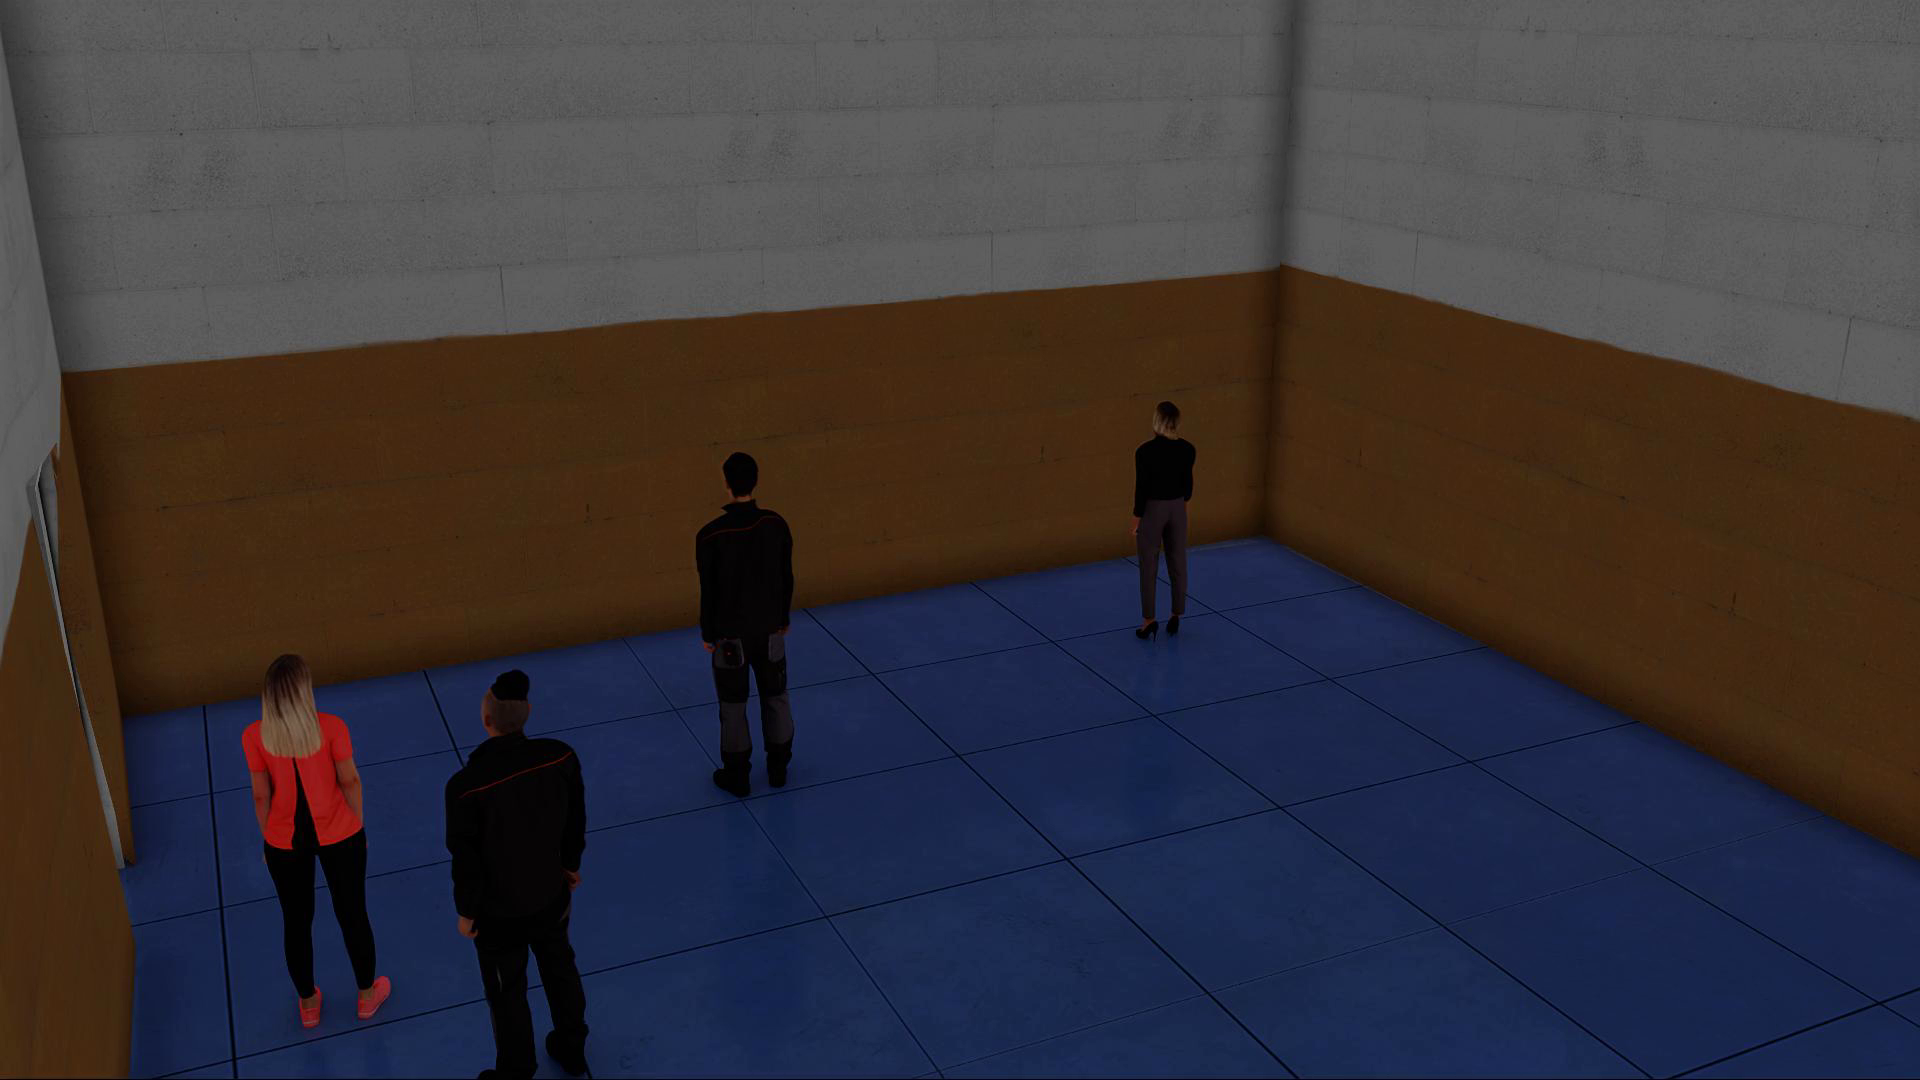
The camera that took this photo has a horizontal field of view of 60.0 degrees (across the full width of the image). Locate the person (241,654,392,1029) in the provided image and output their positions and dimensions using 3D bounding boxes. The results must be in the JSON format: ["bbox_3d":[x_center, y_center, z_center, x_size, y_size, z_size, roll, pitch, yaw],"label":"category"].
[{"bbox_3d":[-2.755,1.278,7.080,0.559,1.693,0.706,-3,19,-9],"label":"person"}]

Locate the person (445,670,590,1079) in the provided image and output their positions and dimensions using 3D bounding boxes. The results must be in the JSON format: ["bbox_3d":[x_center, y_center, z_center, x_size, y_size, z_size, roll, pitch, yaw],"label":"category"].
[{"bbox_3d":[-1.733,1.352,6.562,0.908,1.861,0.729,16,24,39],"label":"person"}]

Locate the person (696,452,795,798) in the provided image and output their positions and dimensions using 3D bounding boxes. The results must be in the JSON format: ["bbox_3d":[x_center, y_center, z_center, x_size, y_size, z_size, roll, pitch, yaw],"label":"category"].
[{"bbox_3d":[-1.164,0.458,9.118,0.528,1.946,0.763,-10,21,-27],"label":"person"}]

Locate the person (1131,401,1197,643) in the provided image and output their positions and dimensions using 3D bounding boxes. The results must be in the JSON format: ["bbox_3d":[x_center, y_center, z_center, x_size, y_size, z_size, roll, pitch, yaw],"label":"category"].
[{"bbox_3d":[1.375,-0.125,11.277,0.477,1.672,0.665,-7,20,-19],"label":"person"}]
